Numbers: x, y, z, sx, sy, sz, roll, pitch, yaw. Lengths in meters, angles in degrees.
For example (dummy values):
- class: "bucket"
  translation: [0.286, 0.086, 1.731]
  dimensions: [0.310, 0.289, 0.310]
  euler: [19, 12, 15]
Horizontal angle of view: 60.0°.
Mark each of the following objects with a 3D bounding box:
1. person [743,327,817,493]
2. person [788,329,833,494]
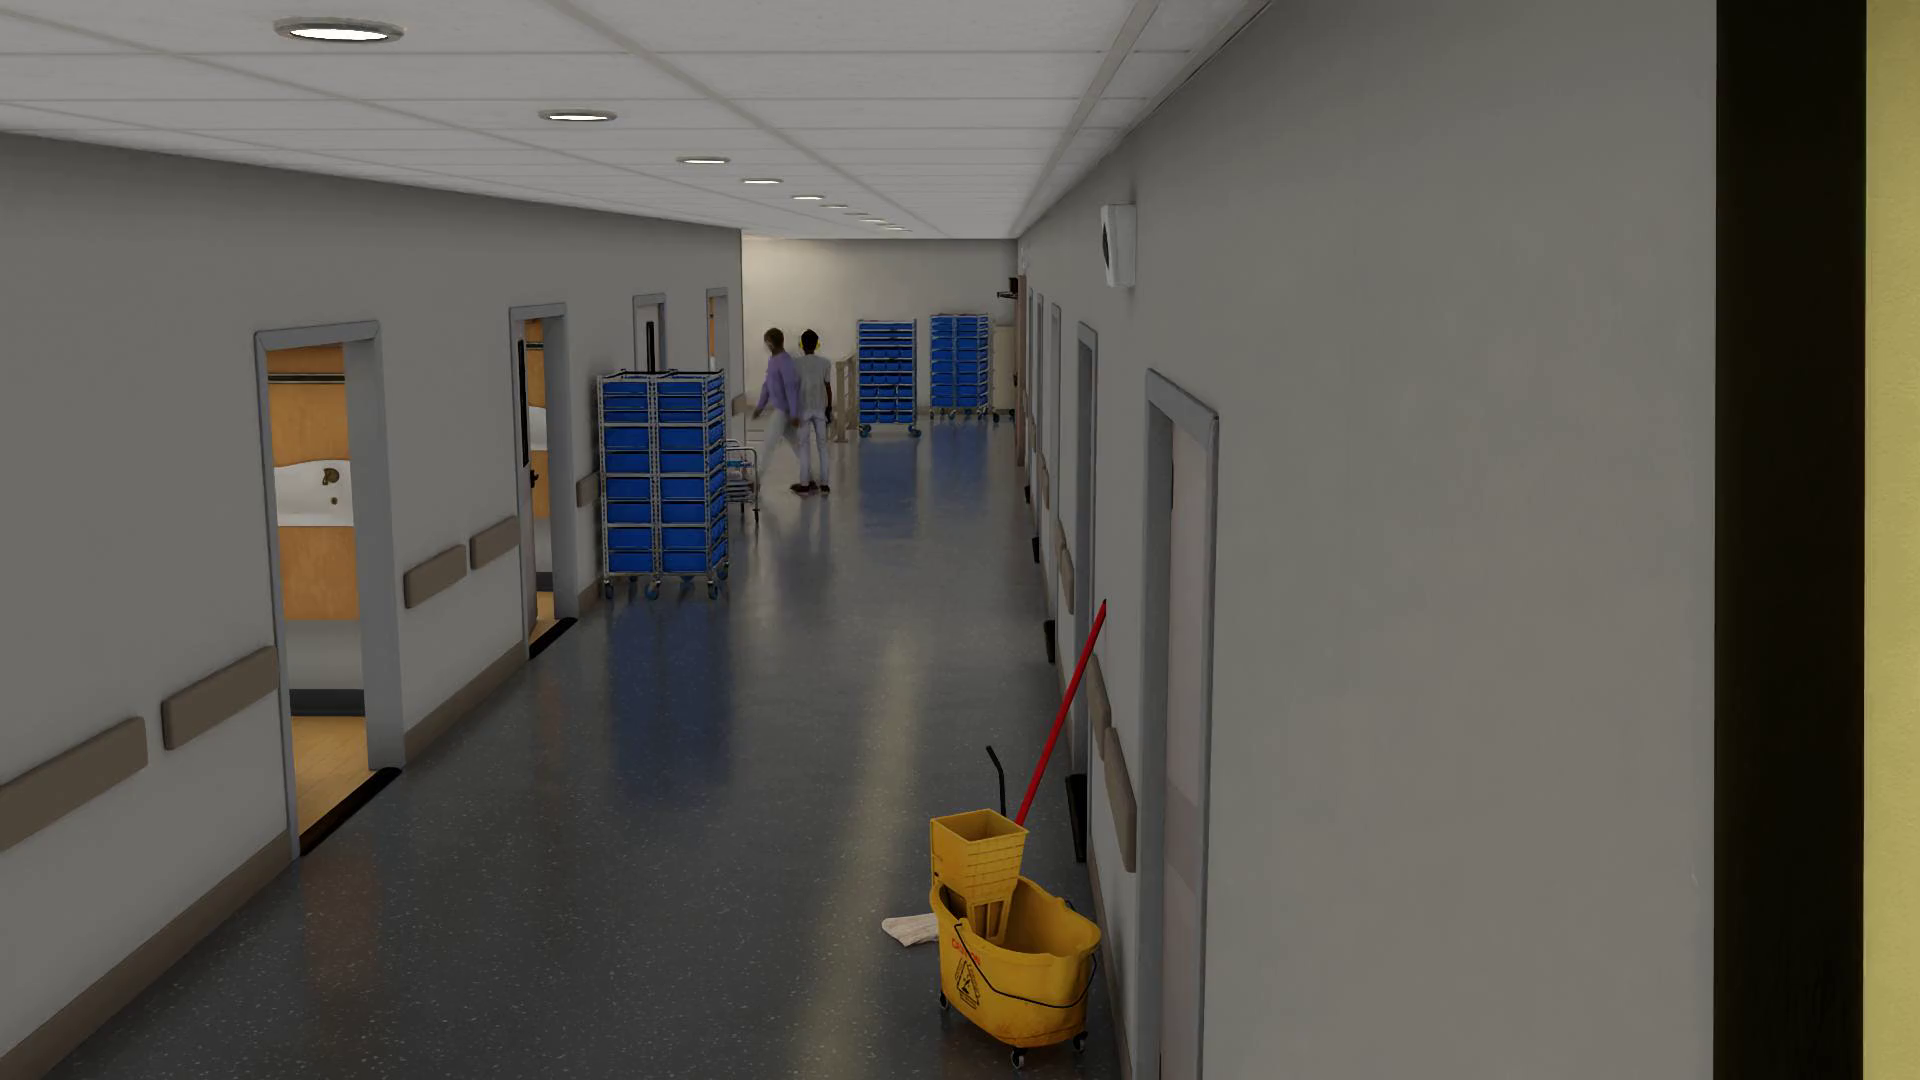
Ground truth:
- class: "person"
  translation: [-2.100, -1.472, 18.949]
  dimensions: [1.019, 1.875, 0.619]
  euler: [-2, 10, -14]
- class: "person"
  translation: [-1.700, -1.453, 18.880]
  dimensions: [0.519, 1.873, 0.328]
  euler: [-3, 10, -16]
